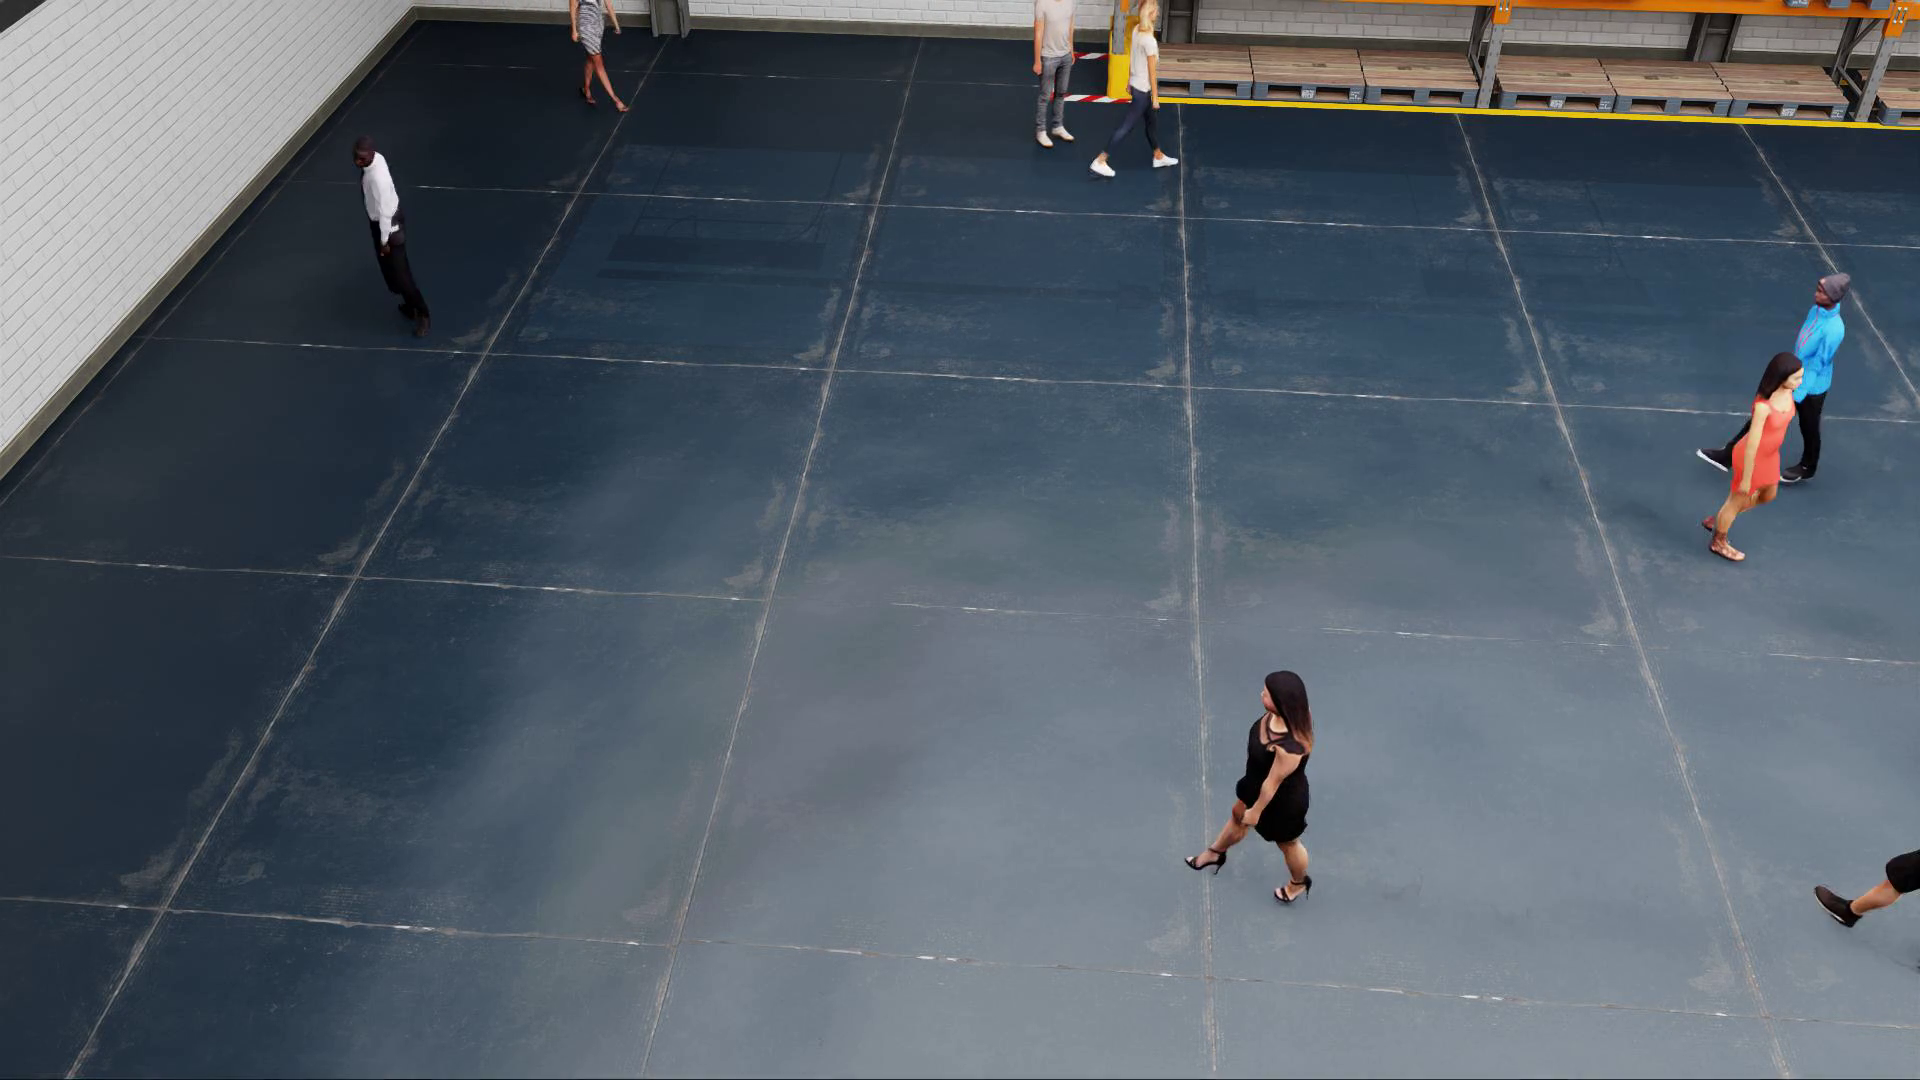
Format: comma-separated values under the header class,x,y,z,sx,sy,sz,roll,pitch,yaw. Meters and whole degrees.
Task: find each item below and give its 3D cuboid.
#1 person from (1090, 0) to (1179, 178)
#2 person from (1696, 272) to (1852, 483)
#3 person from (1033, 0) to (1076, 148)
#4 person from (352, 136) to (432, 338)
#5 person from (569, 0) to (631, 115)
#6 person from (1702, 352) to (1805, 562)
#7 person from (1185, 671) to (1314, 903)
class,x,y,z,sx,sy,sz,roll,pitch,yaw
person,1.684,-4.390,16.330,1.254,1.768,0.870,-7,39,-9
person,6.327,-1.136,12.275,1.140,1.745,0.731,-2,39,-2
person,0.951,-4.958,16.945,0.742,1.889,0.803,-27,46,-30
person,-4.839,-2.661,14.136,0.765,1.805,0.867,-3,39,-4
person,-3.970,-5.436,17.625,1.142,1.787,0.992,28,46,30
person,5.477,-0.598,11.630,0.797,1.709,0.750,30,47,32
person,1.830,1.411,9.135,0.942,1.682,0.675,4,39,5
